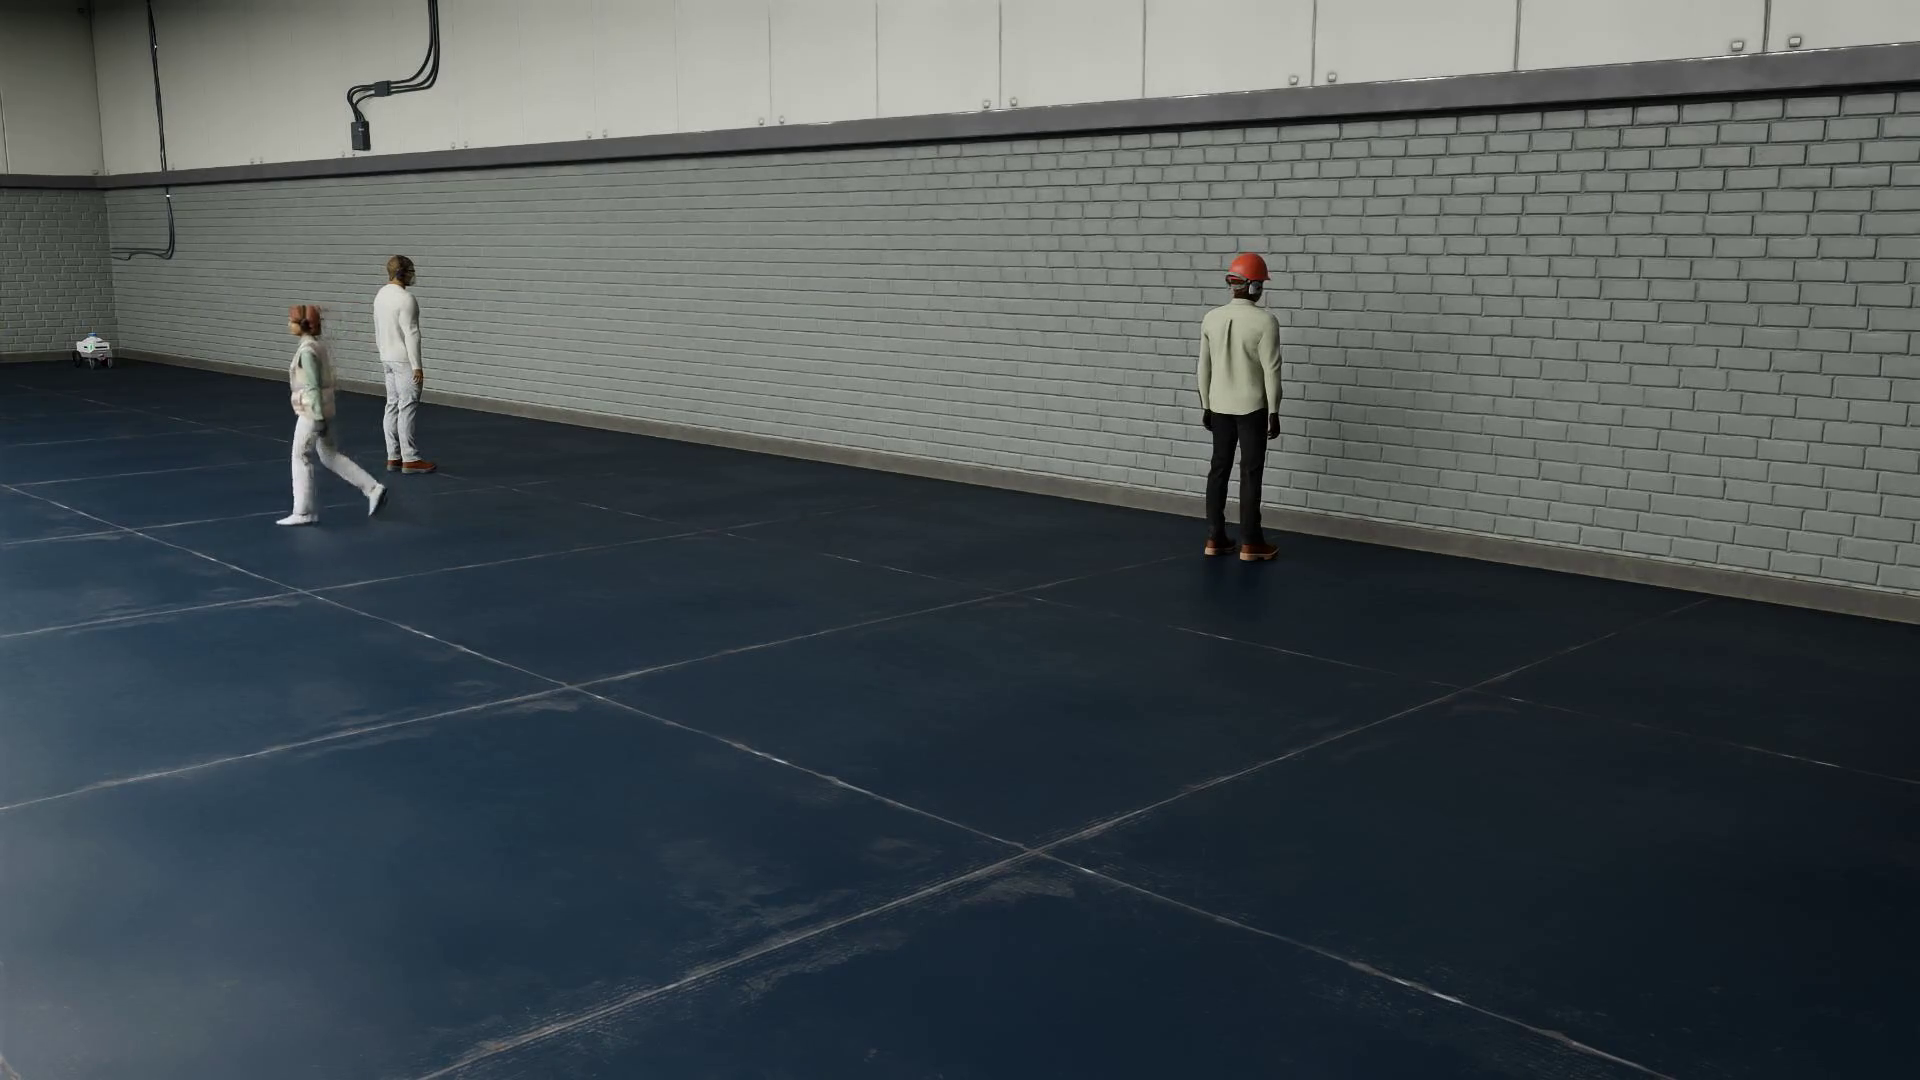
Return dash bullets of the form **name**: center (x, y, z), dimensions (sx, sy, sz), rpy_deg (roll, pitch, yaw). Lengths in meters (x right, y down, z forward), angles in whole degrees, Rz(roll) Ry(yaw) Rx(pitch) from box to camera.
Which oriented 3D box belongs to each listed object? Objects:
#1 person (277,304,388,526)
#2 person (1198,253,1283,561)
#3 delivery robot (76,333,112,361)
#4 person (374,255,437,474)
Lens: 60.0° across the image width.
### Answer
- **person**: center (-4.645, -0.922, 12.197), dimensions (0.705, 1.618, 0.505), rpy_deg (-2, 11, -9)
- **person**: center (1.854, -0.876, 10.929), dimensions (0.390, 1.992, 0.624), rpy_deg (-10, 14, -44)
- **delivery robot**: center (-13.955, -3.092, 26.803), dimensions (0.477, 0.478, 0.707), rpy_deg (-10, 14, -44)
- **person**: center (-4.998, -1.578, 14.911), dimensions (0.355, 1.936, 0.637), rpy_deg (-10, 14, -44)
